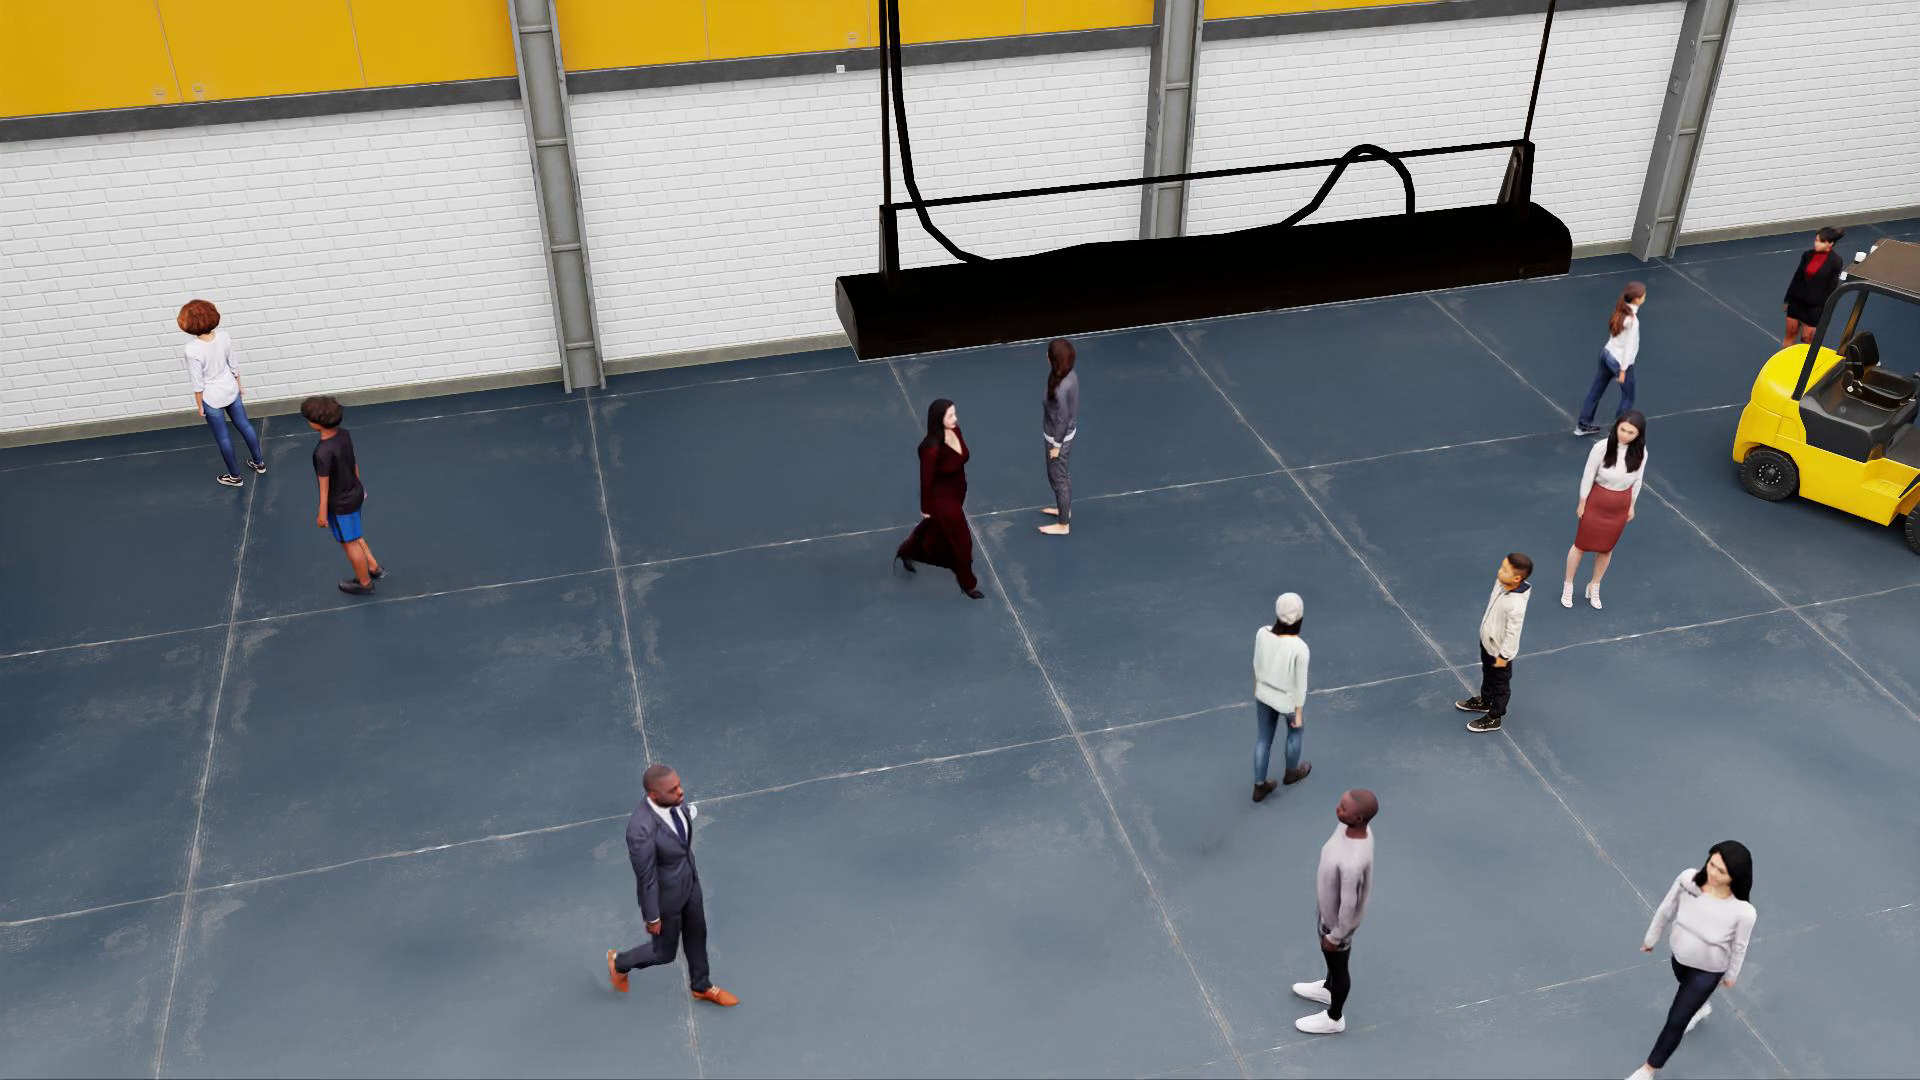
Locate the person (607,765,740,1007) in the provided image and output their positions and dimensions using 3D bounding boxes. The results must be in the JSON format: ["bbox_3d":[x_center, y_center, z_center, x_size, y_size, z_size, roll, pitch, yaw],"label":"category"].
[{"bbox_3d":[-1.728,1.980,9.472,1.155,1.805,1.023,10,35,14],"label":"person"}]

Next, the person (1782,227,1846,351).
[{"bbox_3d":[8.176,-2.244,15.983,0.772,1.632,0.706,-22,40,-30],"label":"person"}]

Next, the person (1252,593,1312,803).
[{"bbox_3d":[2.072,1.070,10.990,0.803,1.640,0.887,27,42,35],"label":"person"}]

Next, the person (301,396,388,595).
[{"bbox_3d":[-4.728,-0.315,12.946,0.715,1.782,0.709,2,34,4],"label":"person"}]

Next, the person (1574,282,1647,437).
[{"bbox_3d":[5.887,-1.609,15.116,0.787,1.536,0.546,-9,35,-13],"label":"person"}]

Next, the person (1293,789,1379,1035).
[{"bbox_3d":[2.153,2.078,9.356,0.674,1.771,0.688,6,34,9],"label":"person"}]

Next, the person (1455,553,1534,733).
[{"bbox_3d":[3.816,0.704,11.710,0.584,1.455,0.623,-1,34,-1],"label":"person"}]

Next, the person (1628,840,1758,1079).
[{"bbox_3d":[4.116,2.269,9.173,1.205,1.655,0.889,-20,39,-27],"label":"person"}]

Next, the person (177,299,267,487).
[{"bbox_3d":[-6.446,-1.291,14.479,0.805,1.711,0.738,19,38,26],"label":"person"}]

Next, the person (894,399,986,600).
[{"bbox_3d":[-0.218,-0.341,13.040,1.170,1.723,1.043,13,36,18],"label":"person"}]

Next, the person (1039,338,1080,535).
[{"bbox_3d":[0.835,-0.871,13.795,0.655,1.769,0.685,5,34,7],"label":"person"}]

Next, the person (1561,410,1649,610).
[{"bbox_3d":[4.991,-0.236,12.856,0.577,1.751,0.719,4,34,6],"label":"person"}]
